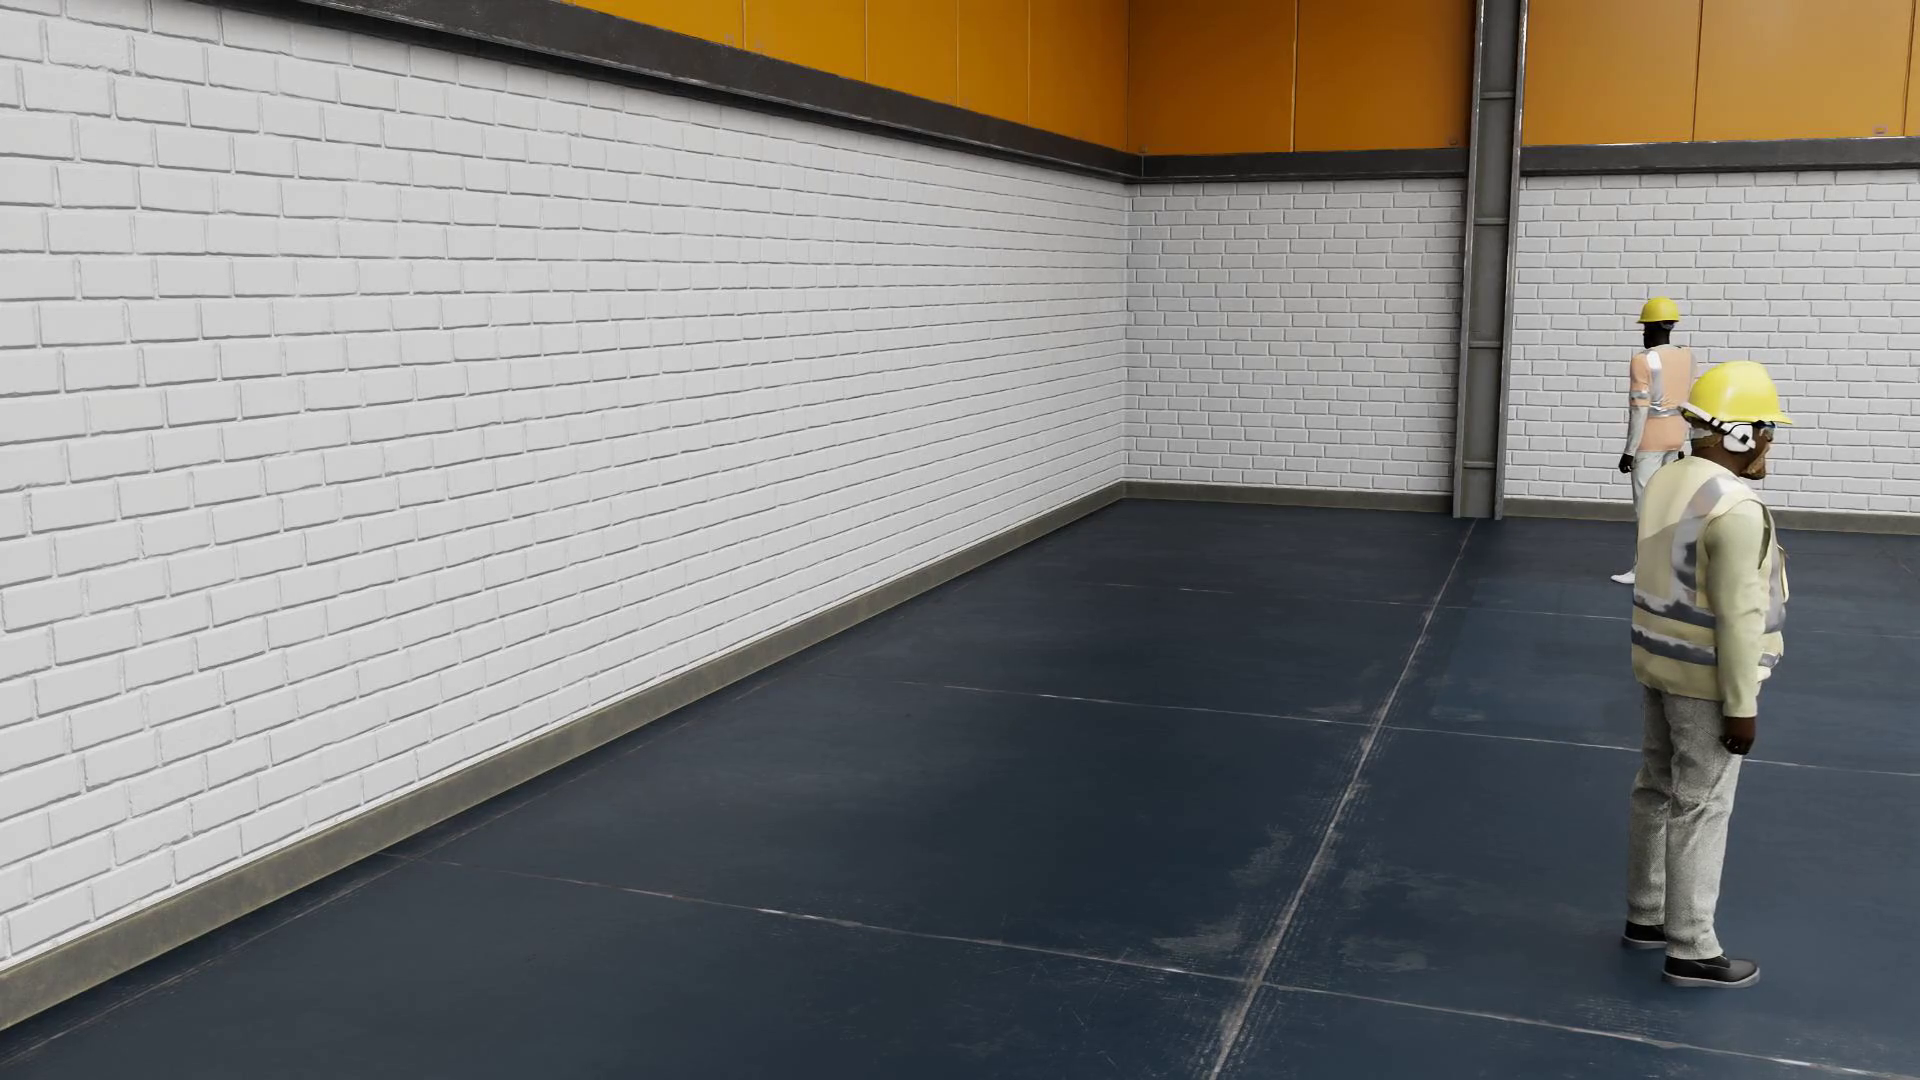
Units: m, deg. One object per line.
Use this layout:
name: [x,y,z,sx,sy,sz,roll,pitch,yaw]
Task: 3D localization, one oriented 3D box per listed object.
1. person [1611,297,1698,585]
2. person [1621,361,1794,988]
person: [4.628,-0.652,11.109,0.595,1.925,0.374,-5,11,-30]
person: [2.188,0.390,4.884,0.403,1.826,0.592,0,9,0]
